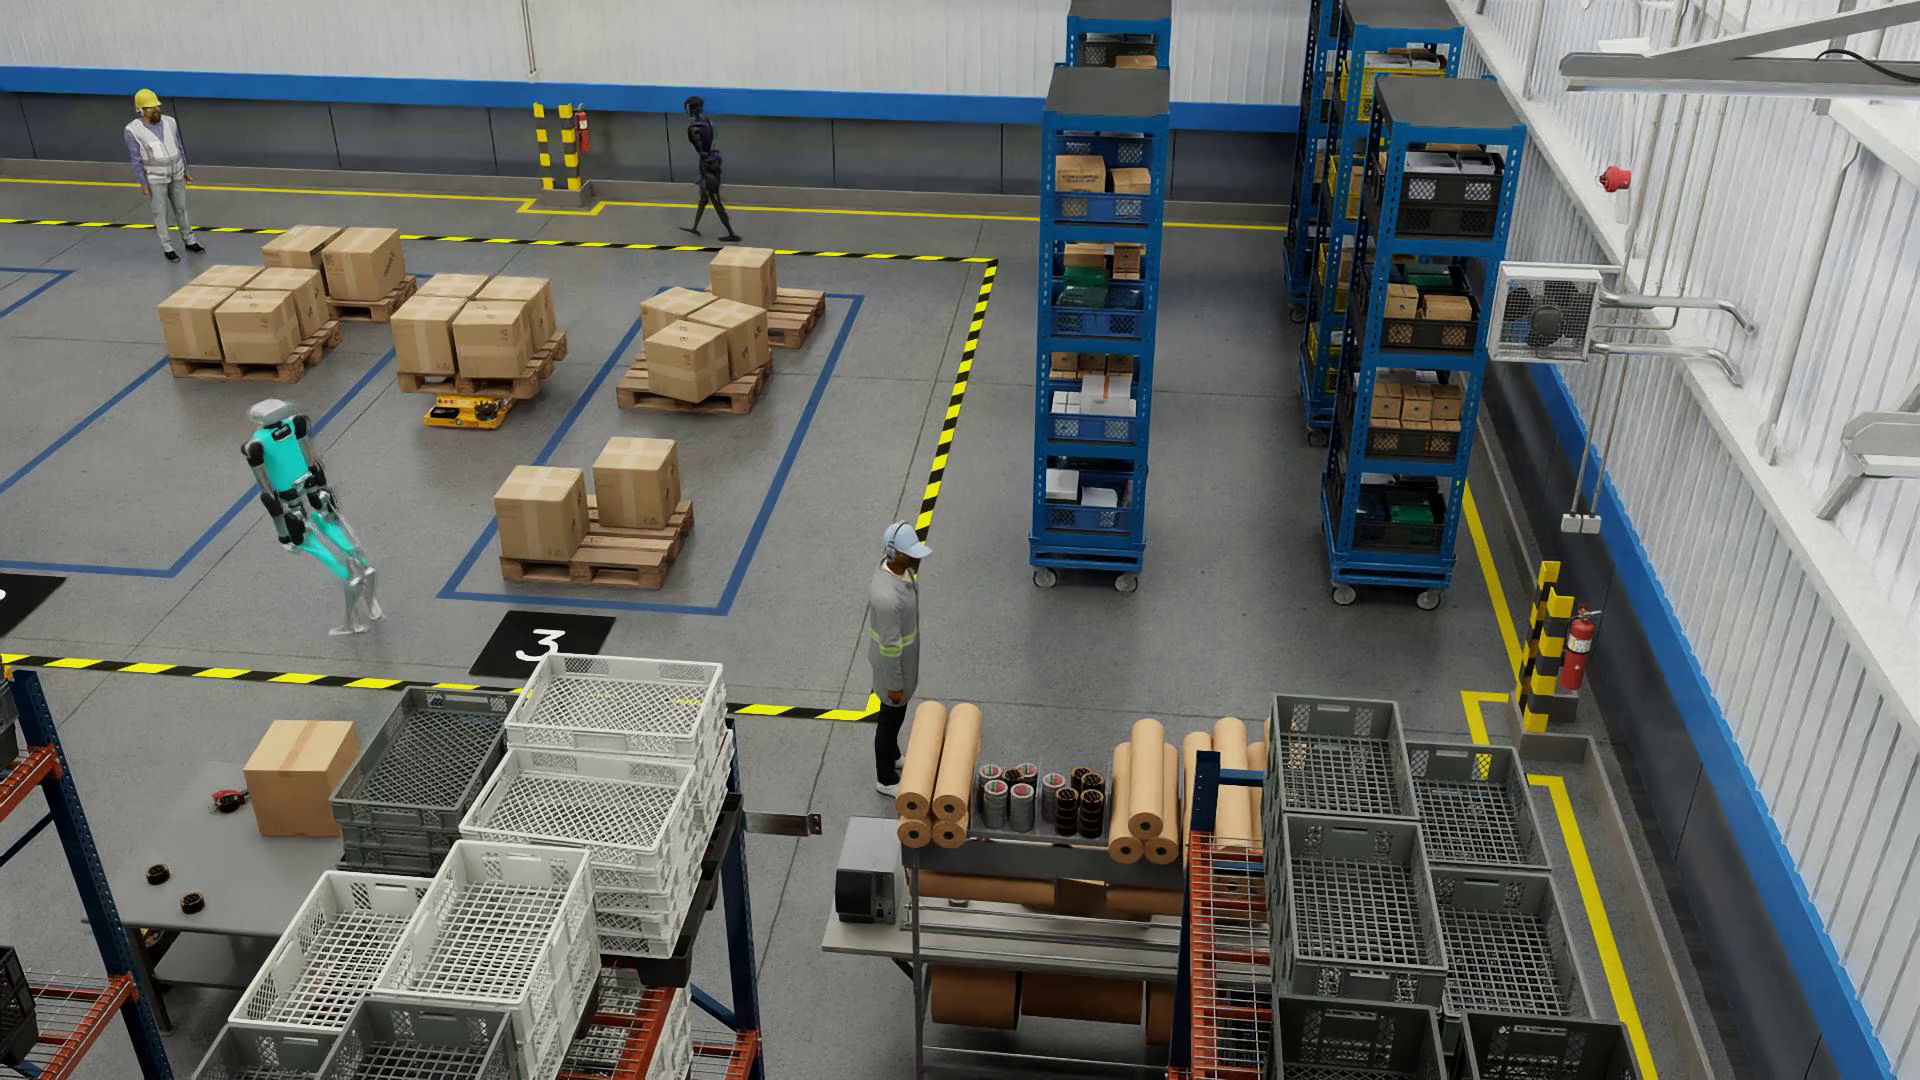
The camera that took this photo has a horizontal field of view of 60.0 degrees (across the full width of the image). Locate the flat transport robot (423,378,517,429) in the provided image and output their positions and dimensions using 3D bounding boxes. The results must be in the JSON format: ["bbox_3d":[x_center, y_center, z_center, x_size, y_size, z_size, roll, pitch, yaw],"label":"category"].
[{"bbox_3d":[-4.289,-1.418,15.082,0.652,0.197,1.431,3,30,6],"label":"flat transport robot"}]

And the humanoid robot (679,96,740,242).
[{"bbox_3d":[-2.820,-4.061,18.278,0.710,1.632,0.609,-1,30,-1],"label":"humanoid robot"}]

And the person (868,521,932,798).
[{"bbox_3d":[-0.348,0.700,9.898,0.388,1.849,0.596,2,30,3],"label":"person"}]

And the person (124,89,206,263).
[{"bbox_3d":[-8.534,-3.914,17.837,0.404,1.836,0.594,19,35,30],"label":"person"}]

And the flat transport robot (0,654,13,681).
[{"bbox_3d":[-7.142,0.969,11.010,1.431,0.231,0.659,3,30,6],"label":"flat transport robot"}]

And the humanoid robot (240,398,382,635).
[{"bbox_3d":[-4.334,-0.125,11.414,0.781,1.739,0.617,11,32,18],"label":"humanoid robot"}]
